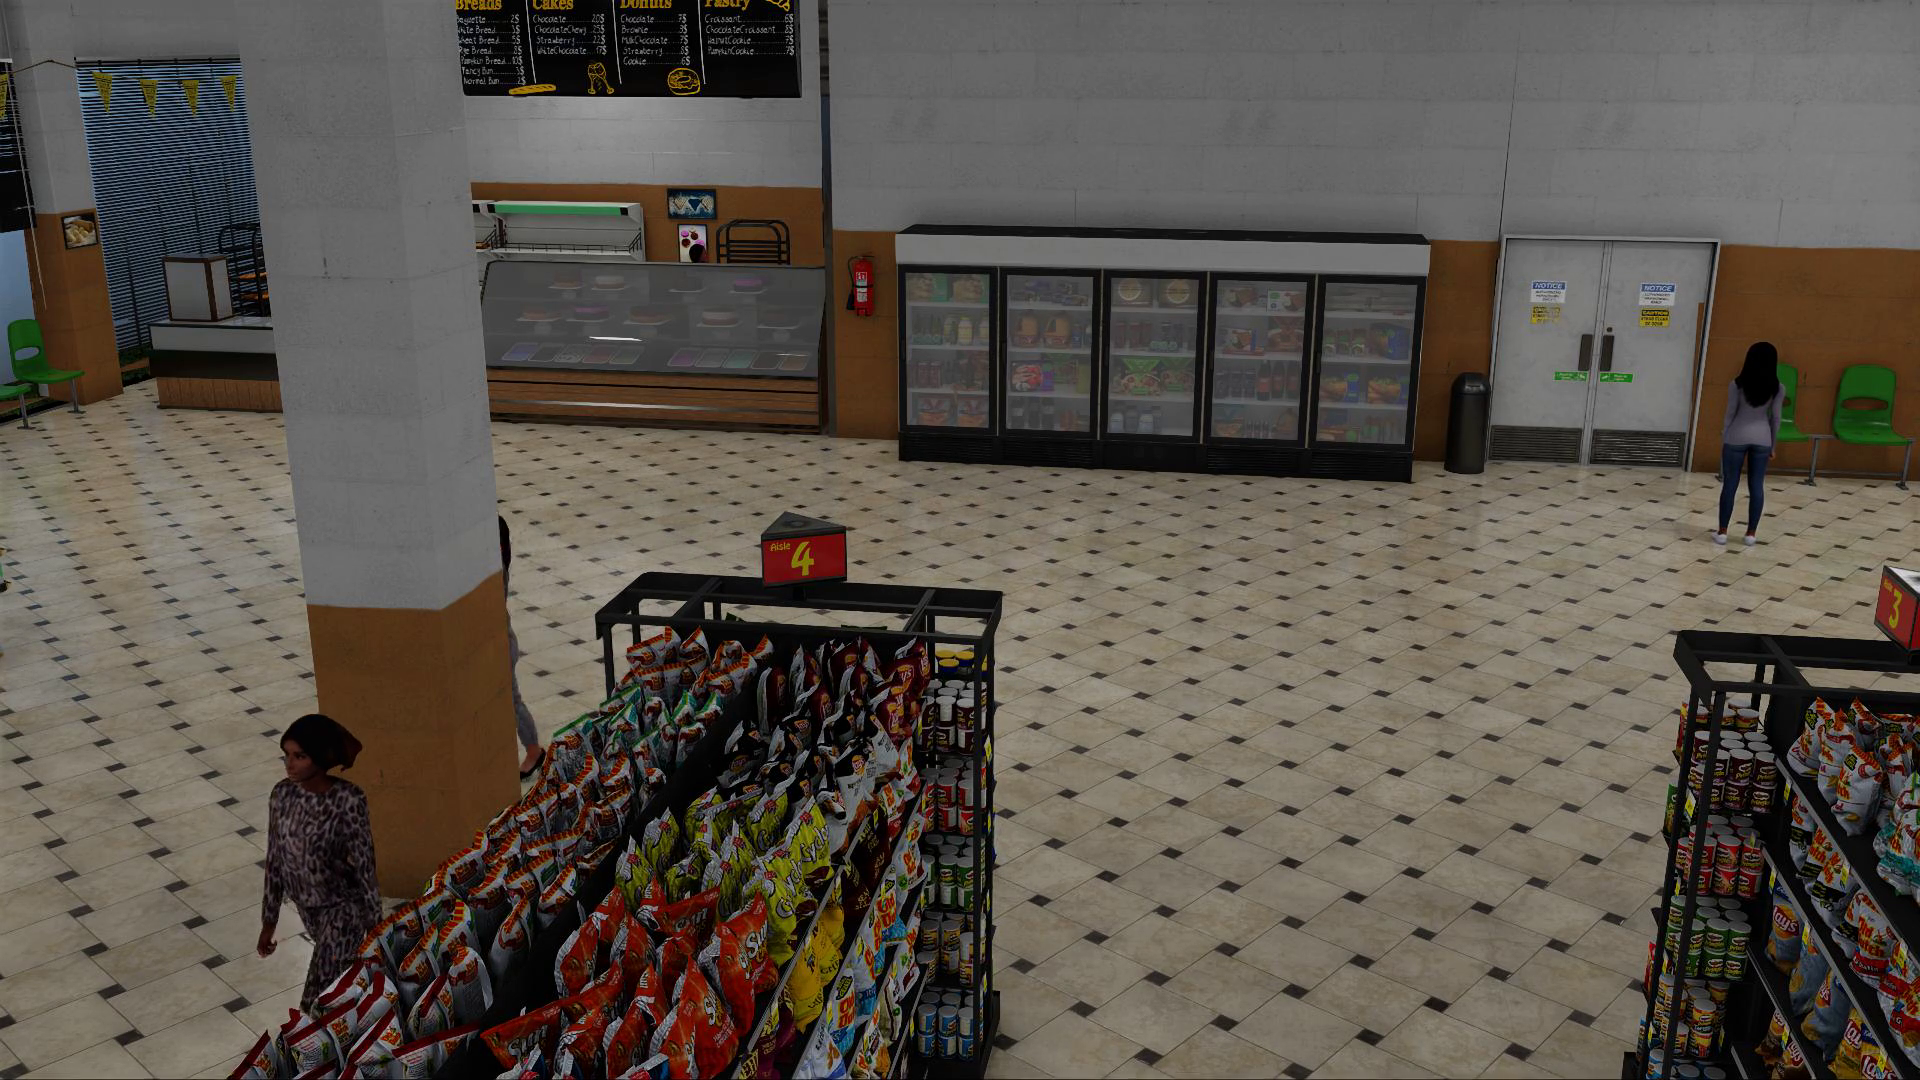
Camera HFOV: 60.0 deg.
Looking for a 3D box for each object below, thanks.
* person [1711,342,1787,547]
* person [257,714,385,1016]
[{"bbox_3d":[6.661,-0.812,14.046,0.601,1.735,0.524,4,17,13],"label":"person"},{"bbox_3d":[-2.439,1.478,6.626,0.803,1.666,1.215,8,19,25],"label":"person"}]
